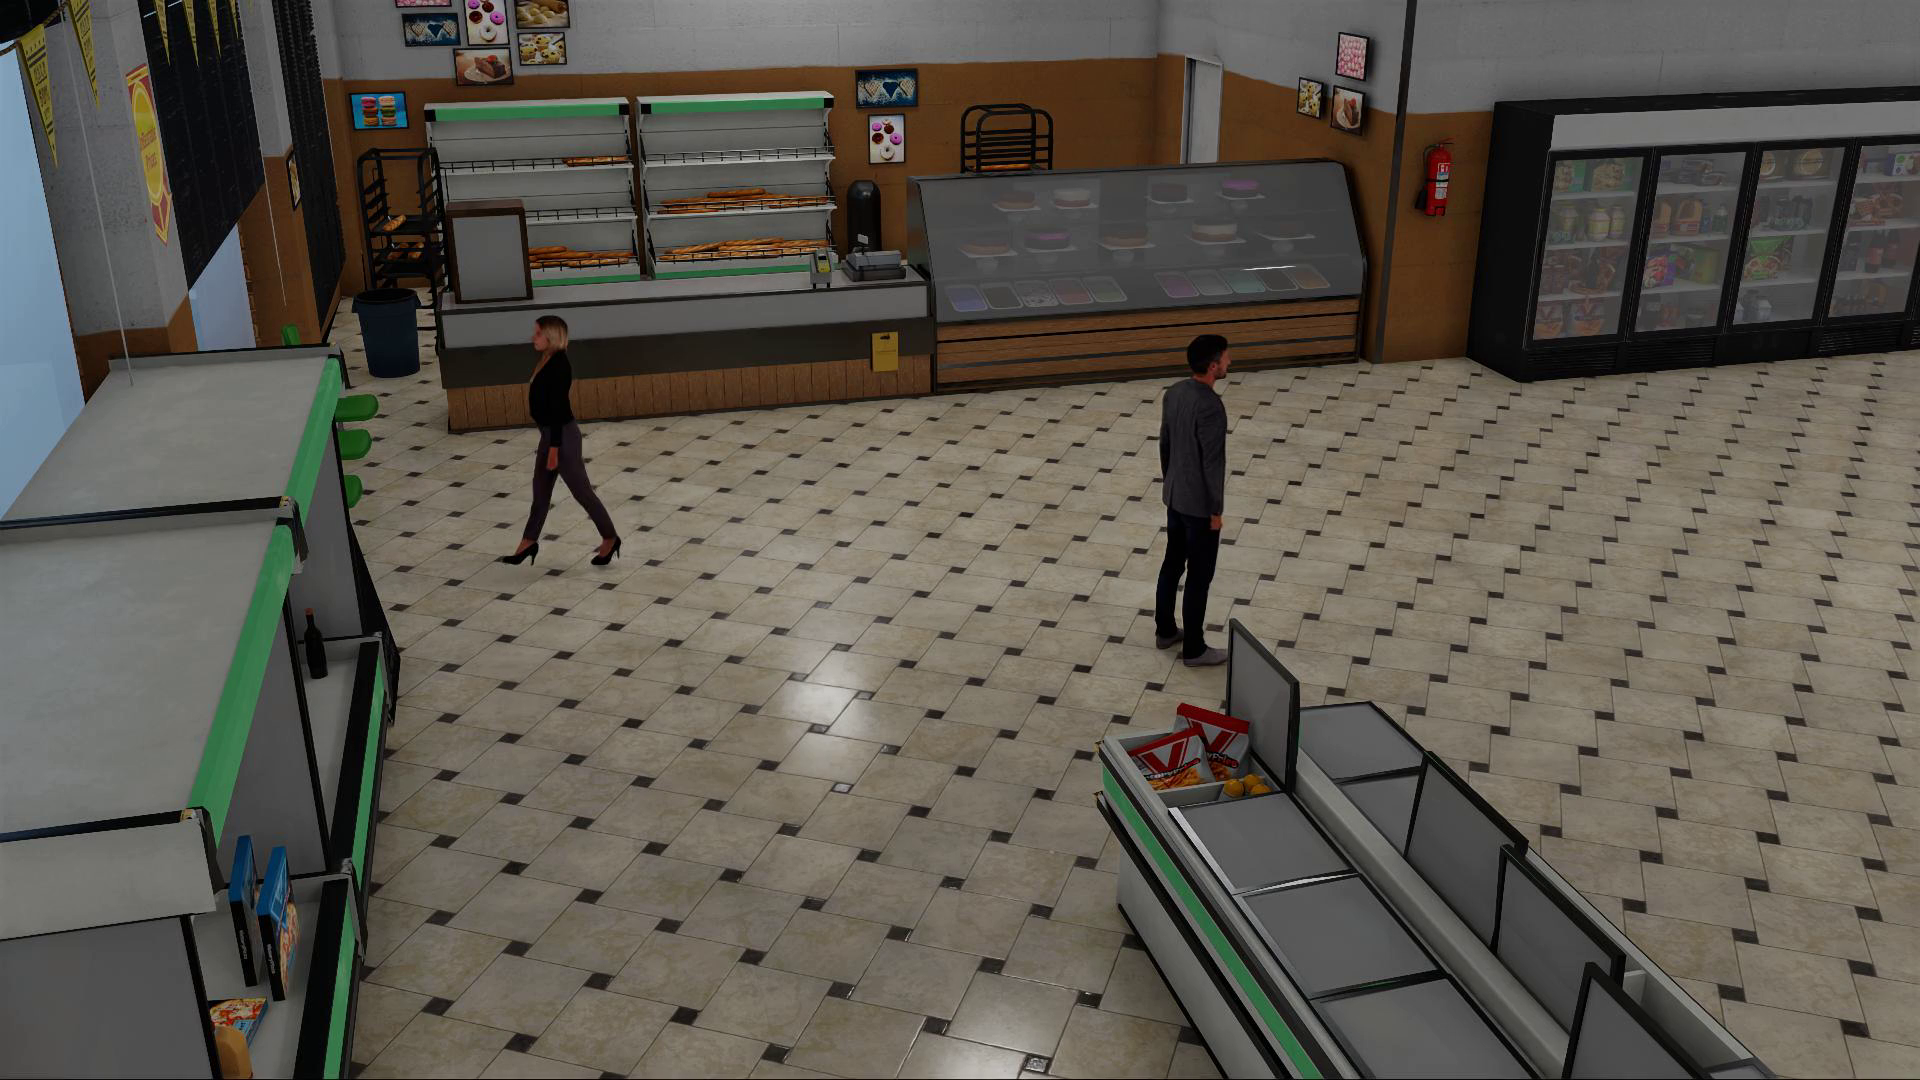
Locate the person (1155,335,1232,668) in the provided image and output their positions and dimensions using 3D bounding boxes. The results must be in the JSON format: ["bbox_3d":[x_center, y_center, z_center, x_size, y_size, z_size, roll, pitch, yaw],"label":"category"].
[{"bbox_3d":[1.301,-0.228,9.226,0.786,1.871,0.579,-10,24,-23],"label":"person"}]

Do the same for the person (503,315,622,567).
[{"bbox_3d":[-2.411,-0.577,10.415,0.732,1.631,0.917,-8,23,-19],"label":"person"}]
